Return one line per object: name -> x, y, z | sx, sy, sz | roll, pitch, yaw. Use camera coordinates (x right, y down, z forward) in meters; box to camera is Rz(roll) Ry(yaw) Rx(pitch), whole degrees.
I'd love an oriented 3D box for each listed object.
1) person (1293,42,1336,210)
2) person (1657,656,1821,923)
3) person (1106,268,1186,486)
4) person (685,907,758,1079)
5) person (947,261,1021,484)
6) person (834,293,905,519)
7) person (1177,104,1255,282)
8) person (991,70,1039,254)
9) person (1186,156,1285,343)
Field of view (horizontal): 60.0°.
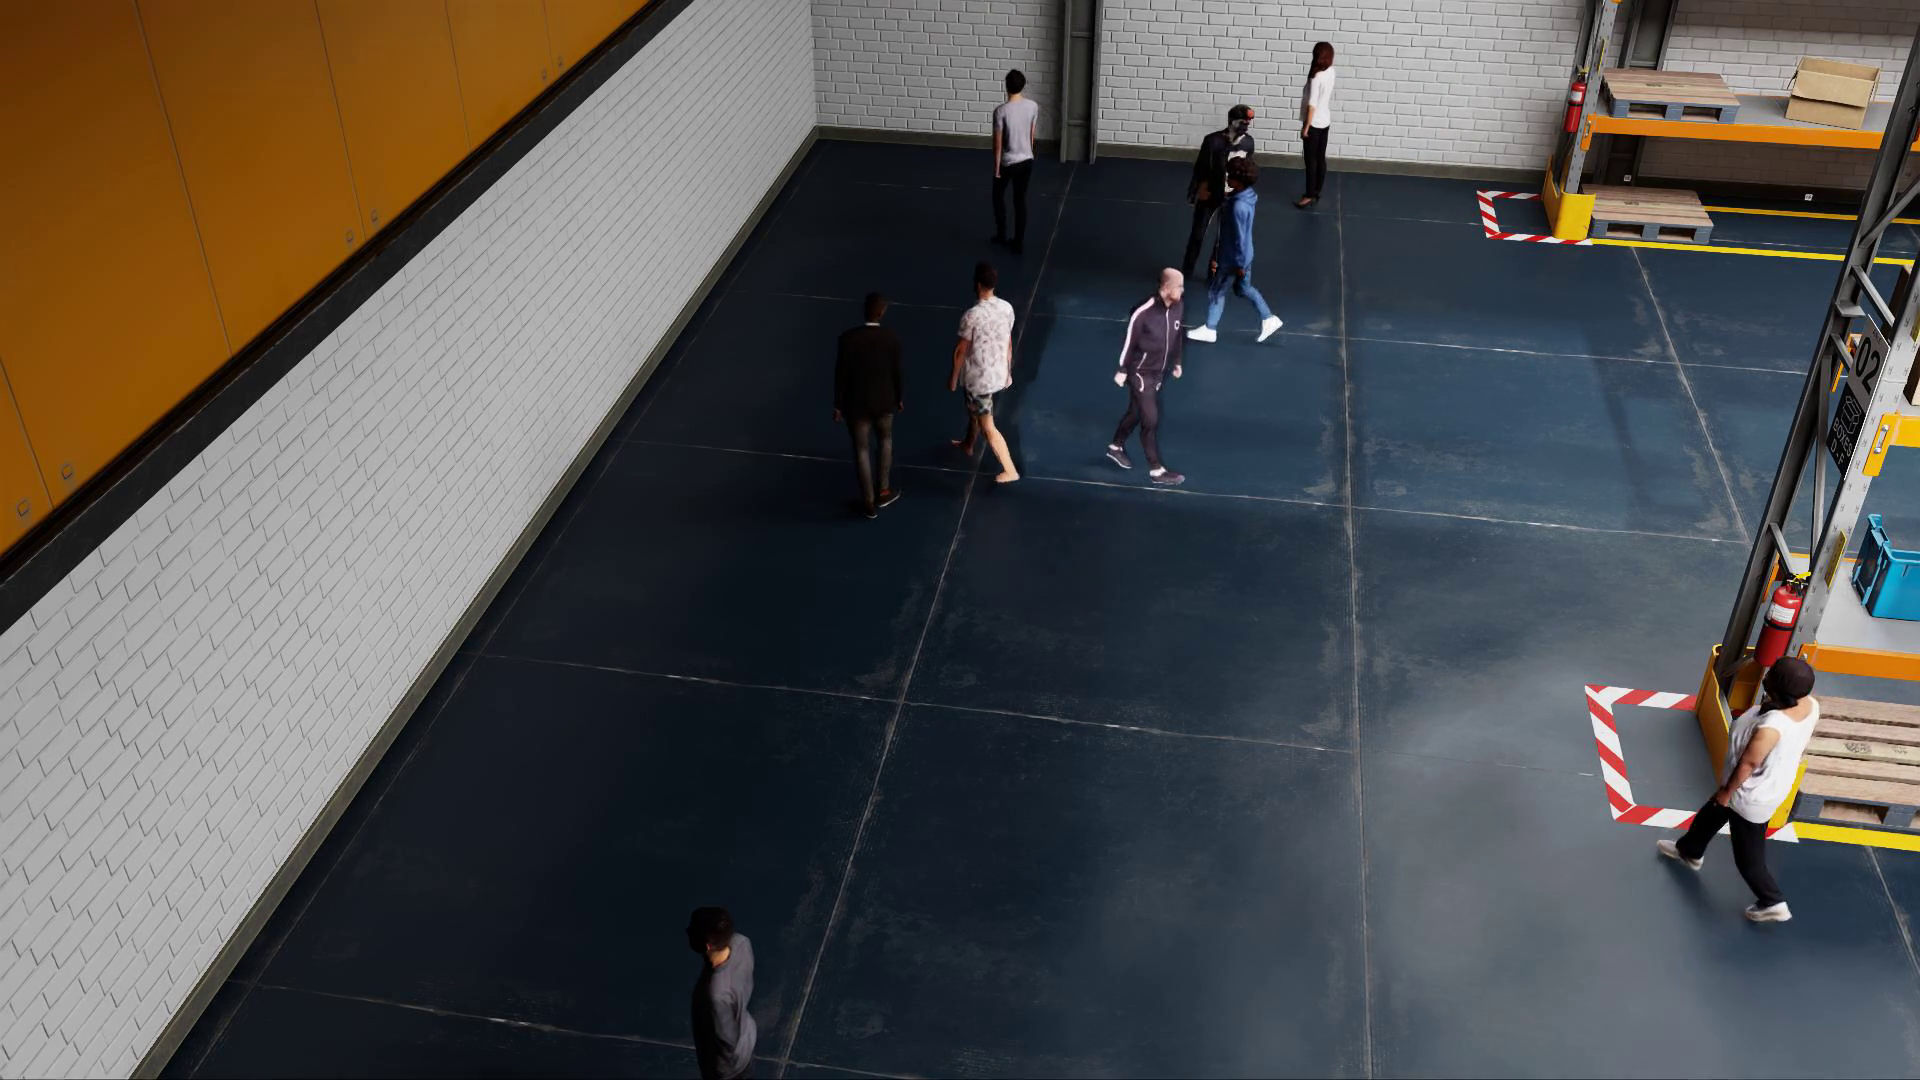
person -> 3.823, -4.433, 17.797 | 0.671, 1.794, 0.685 | 22, 39, 29
person -> 4.420, 1.379, 9.175 | 1.037, 1.659, 1.171 | -28, 43, -36
person -> 1.379, -1.319, 13.123 | 1.050, 1.783, 1.172 | -22, 40, -30
person -> -1.061, 2.339, 7.640 | 0.522, 1.760, 0.623 | 4, 34, 6
person -> 0.244, -1.270, 13.046 | 1.101, 1.785, 1.247 | -28, 43, -36
person -> -0.670, -1.018, 12.673 | 0.747, 1.778, 0.881 | -19, 38, -26
person -> 2.457, -3.325, 16.075 | 0.670, 1.856, 0.976 | 7, 34, 10
person -> 0.582, -3.765, 16.744 | 0.768, 1.847, 0.860 | -12, 35, -17
person -> 2.576, -2.581, 15.022 | 1.137, 1.781, 0.789 | 11, 35, 16
